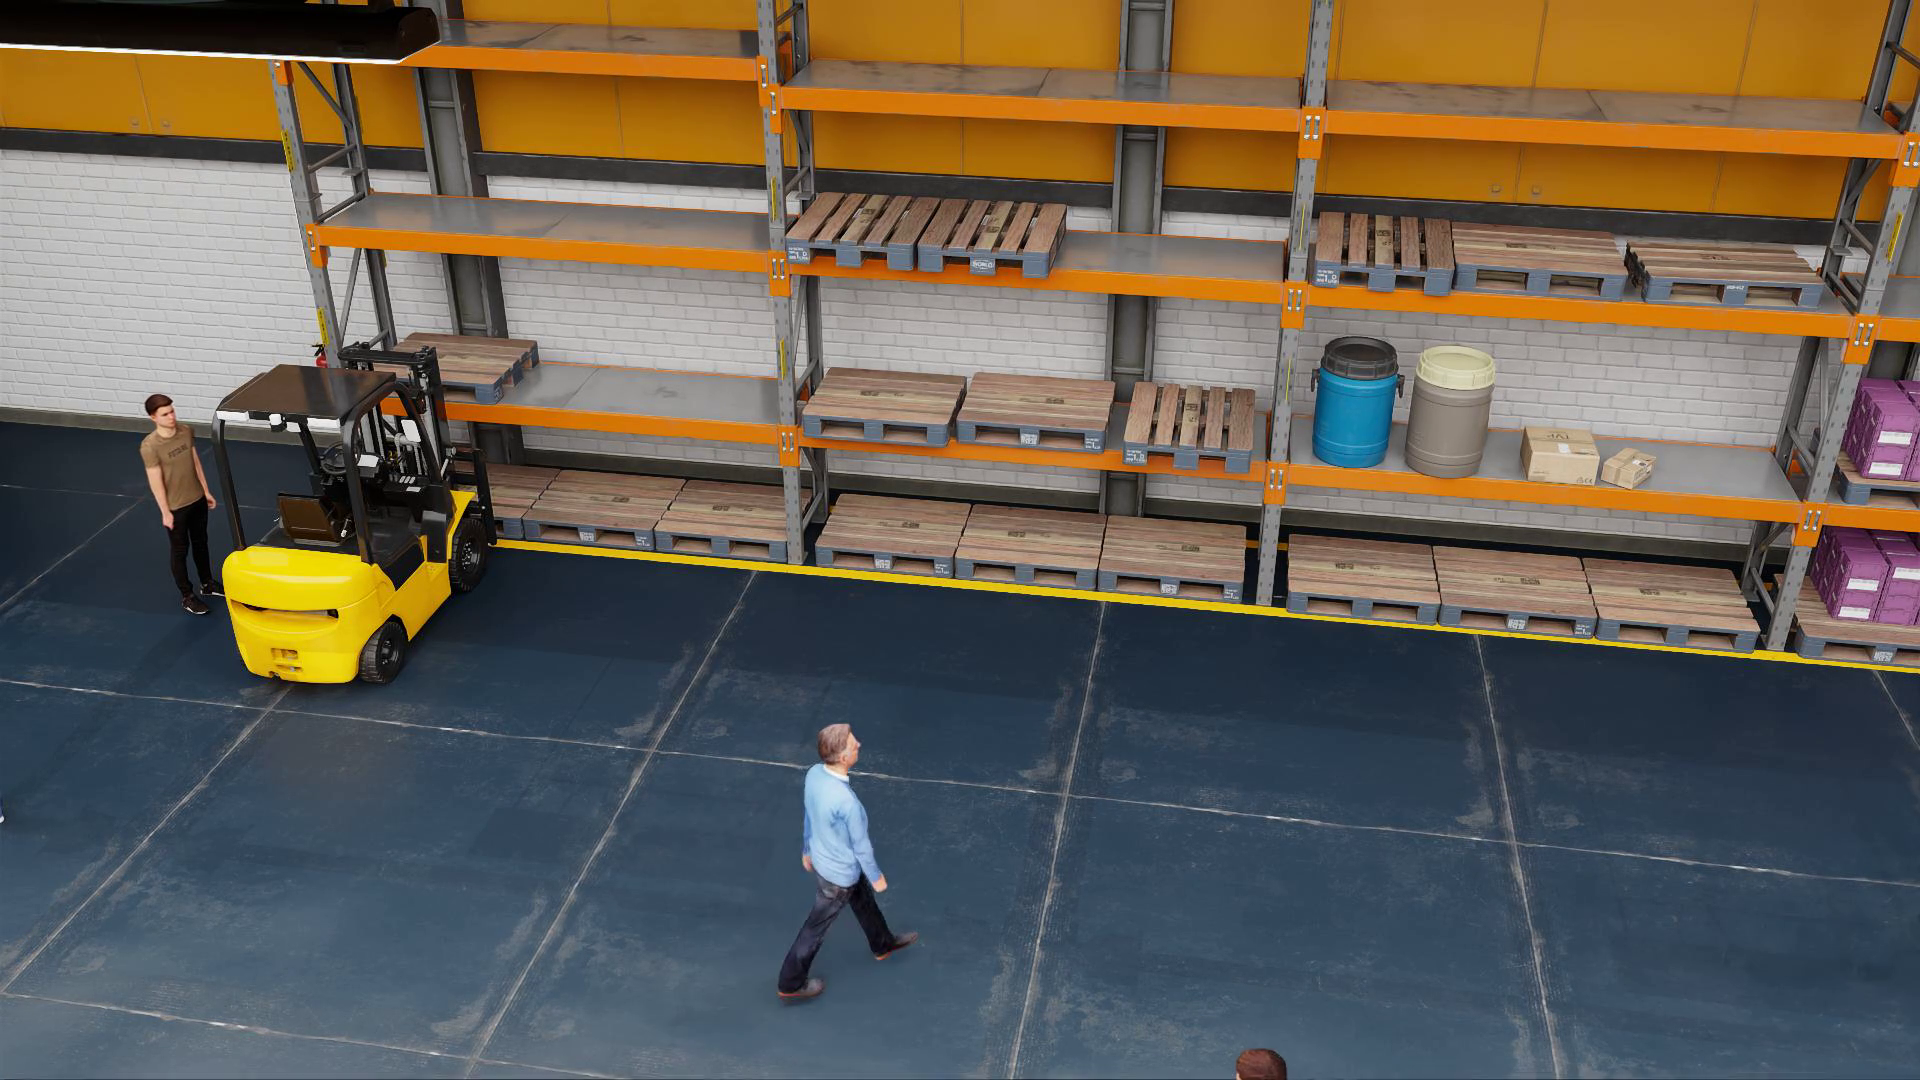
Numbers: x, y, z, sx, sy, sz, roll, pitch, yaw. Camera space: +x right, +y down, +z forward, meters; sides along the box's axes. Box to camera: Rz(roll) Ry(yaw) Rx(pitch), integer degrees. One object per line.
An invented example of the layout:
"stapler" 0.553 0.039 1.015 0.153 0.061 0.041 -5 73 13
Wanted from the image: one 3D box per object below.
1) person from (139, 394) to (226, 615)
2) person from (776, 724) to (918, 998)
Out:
"person" -6.278 -0.318 13.416 0.629 1.851 0.703 11 30 19
"person" -0.780 1.876 9.472 1.248 1.775 1.086 -13 31 -22
